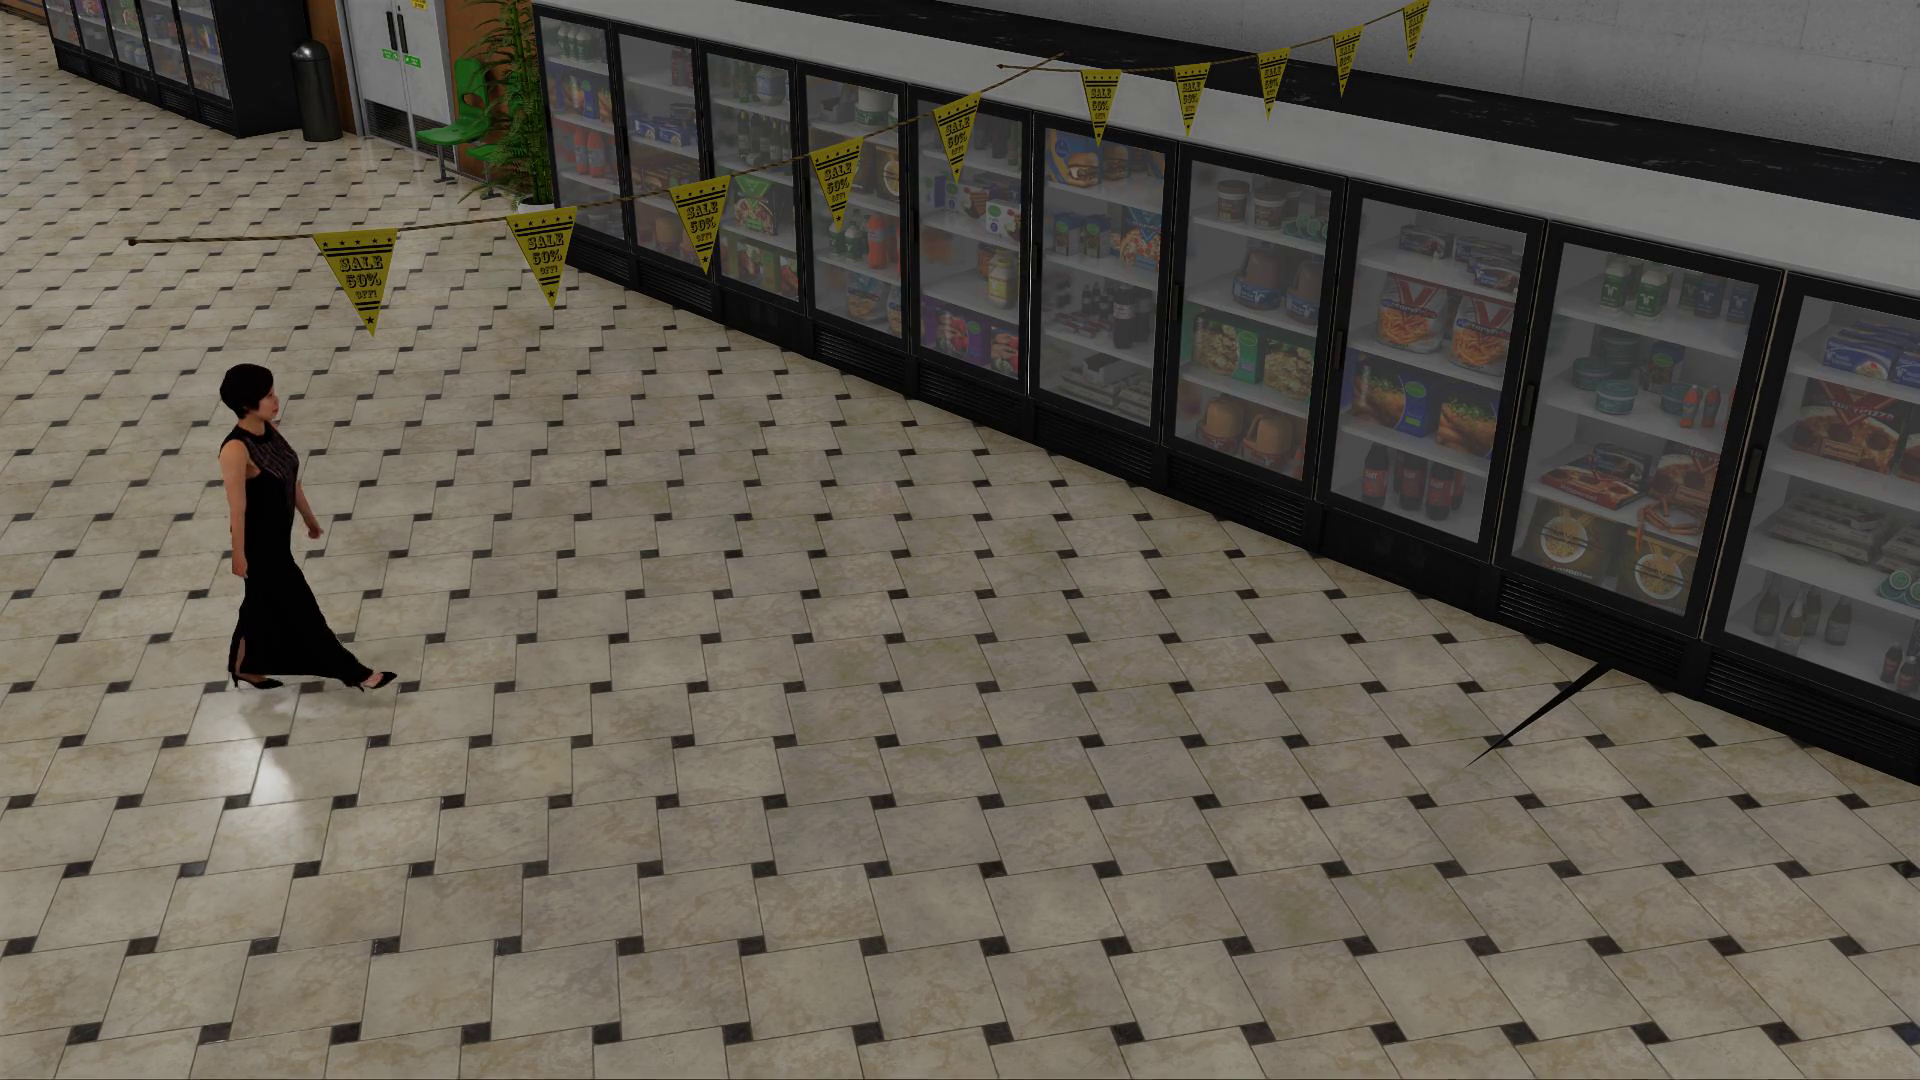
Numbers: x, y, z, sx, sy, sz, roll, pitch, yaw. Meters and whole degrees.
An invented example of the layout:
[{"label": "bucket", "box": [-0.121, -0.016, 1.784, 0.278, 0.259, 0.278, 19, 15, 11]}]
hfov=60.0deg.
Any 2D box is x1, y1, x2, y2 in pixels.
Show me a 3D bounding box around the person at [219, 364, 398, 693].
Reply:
[{"label": "person", "box": [-3.075, 0.017, 7.178, 1.076, 1.560, 0.990, -1, 27, -2]}]
